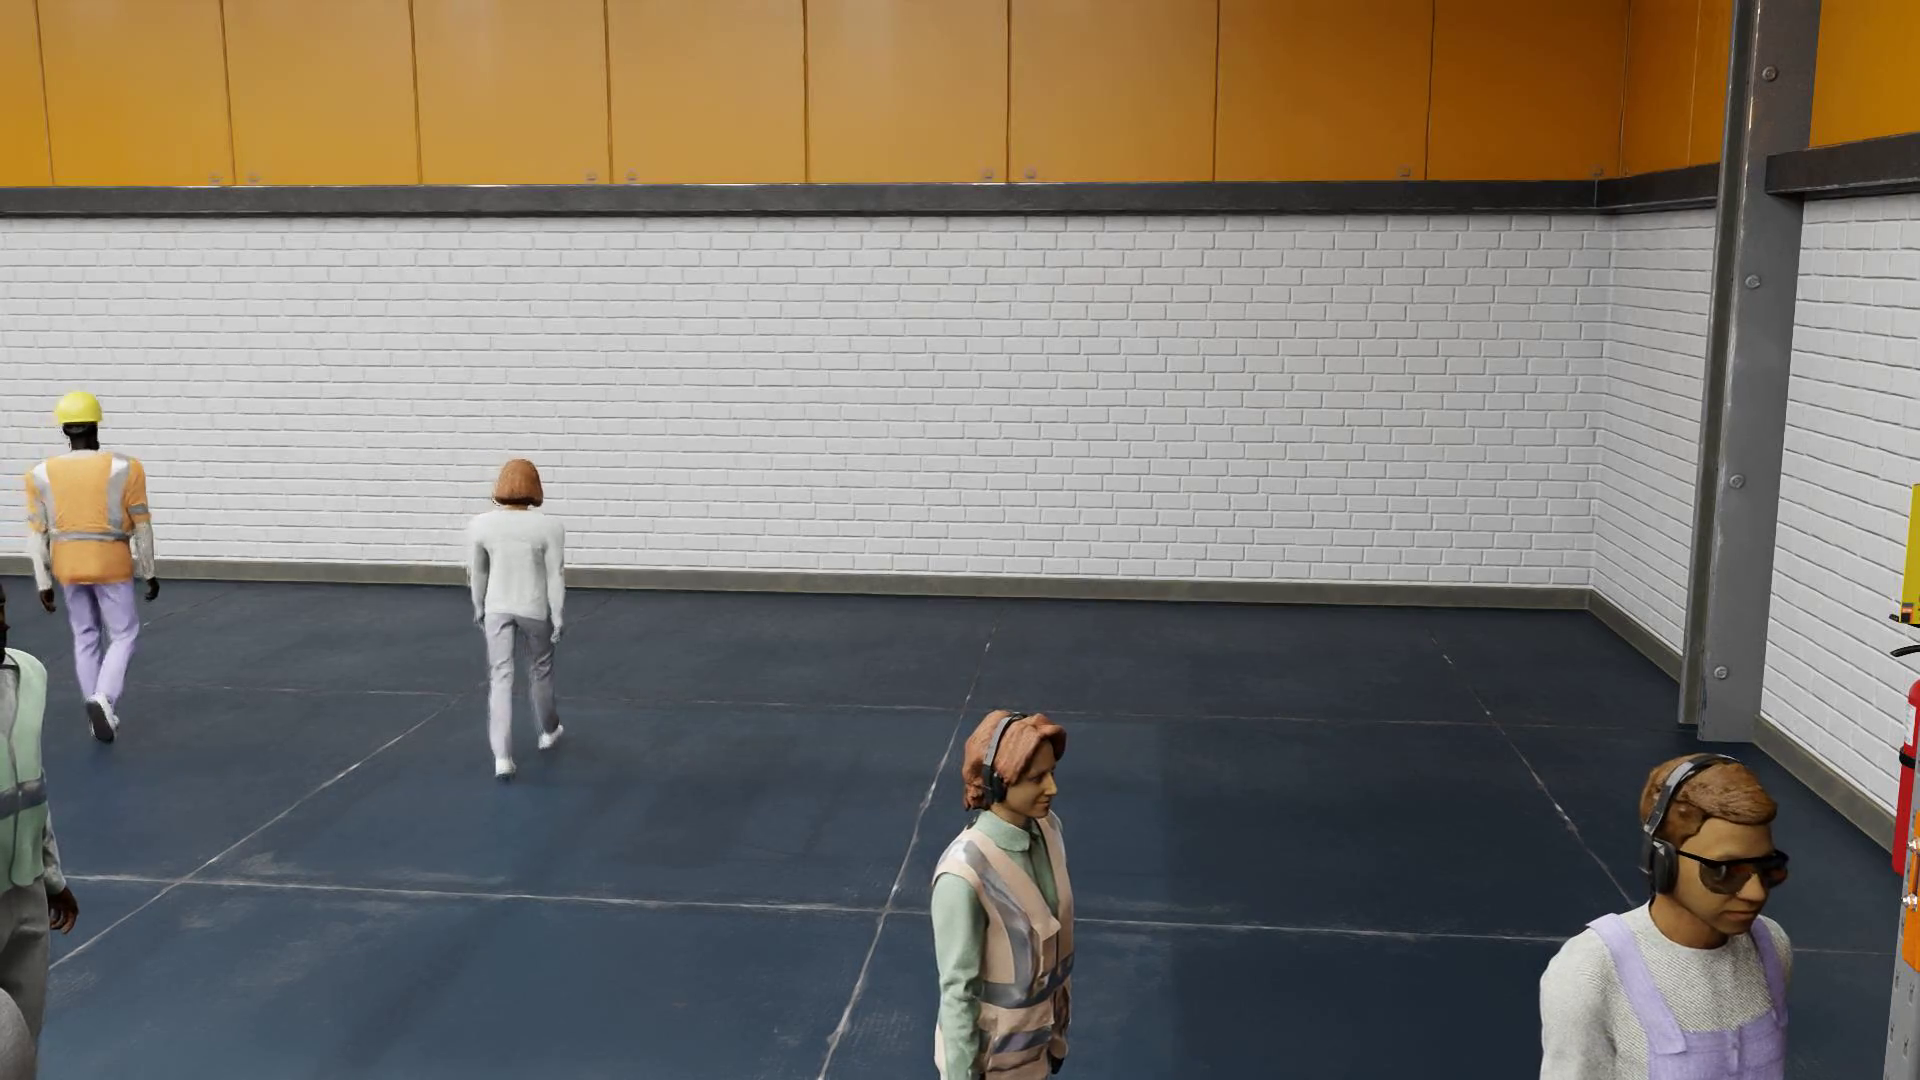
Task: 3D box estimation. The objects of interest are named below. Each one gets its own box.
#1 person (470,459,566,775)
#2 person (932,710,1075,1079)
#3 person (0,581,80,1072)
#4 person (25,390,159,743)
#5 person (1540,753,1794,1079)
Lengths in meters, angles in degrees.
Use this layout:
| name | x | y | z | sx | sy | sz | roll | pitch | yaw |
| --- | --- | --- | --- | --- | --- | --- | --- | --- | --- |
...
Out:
| name | x | y | z | sx | sy | sz | roll | pitch | yaw |
| --- | --- | --- | --- | --- | --- | --- | --- | --- | --- |
| person | -2.269 | 0.378 | 8.540 | 0.516 | 1.590 | 0.856 | 0 | 10 | -1 |
| person | 0.099 | 1.183 | 3.791 | 0.311 | 1.638 | 0.523 | 5 | 11 | 26 |
| person | -2.566 | 0.948 | 4.335 | 0.375 | 1.917 | 0.597 | 1 | 10 | 7 |
| person | -4.635 | 0.161 | 8.879 | 0.600 | 1.907 | 0.631 | -2 | 10 | -11 |
| person | 1.189 | 1.246 | 2.839 | 0.516 | 1.843 | 0.325 | -4 | 11 | -24 |
